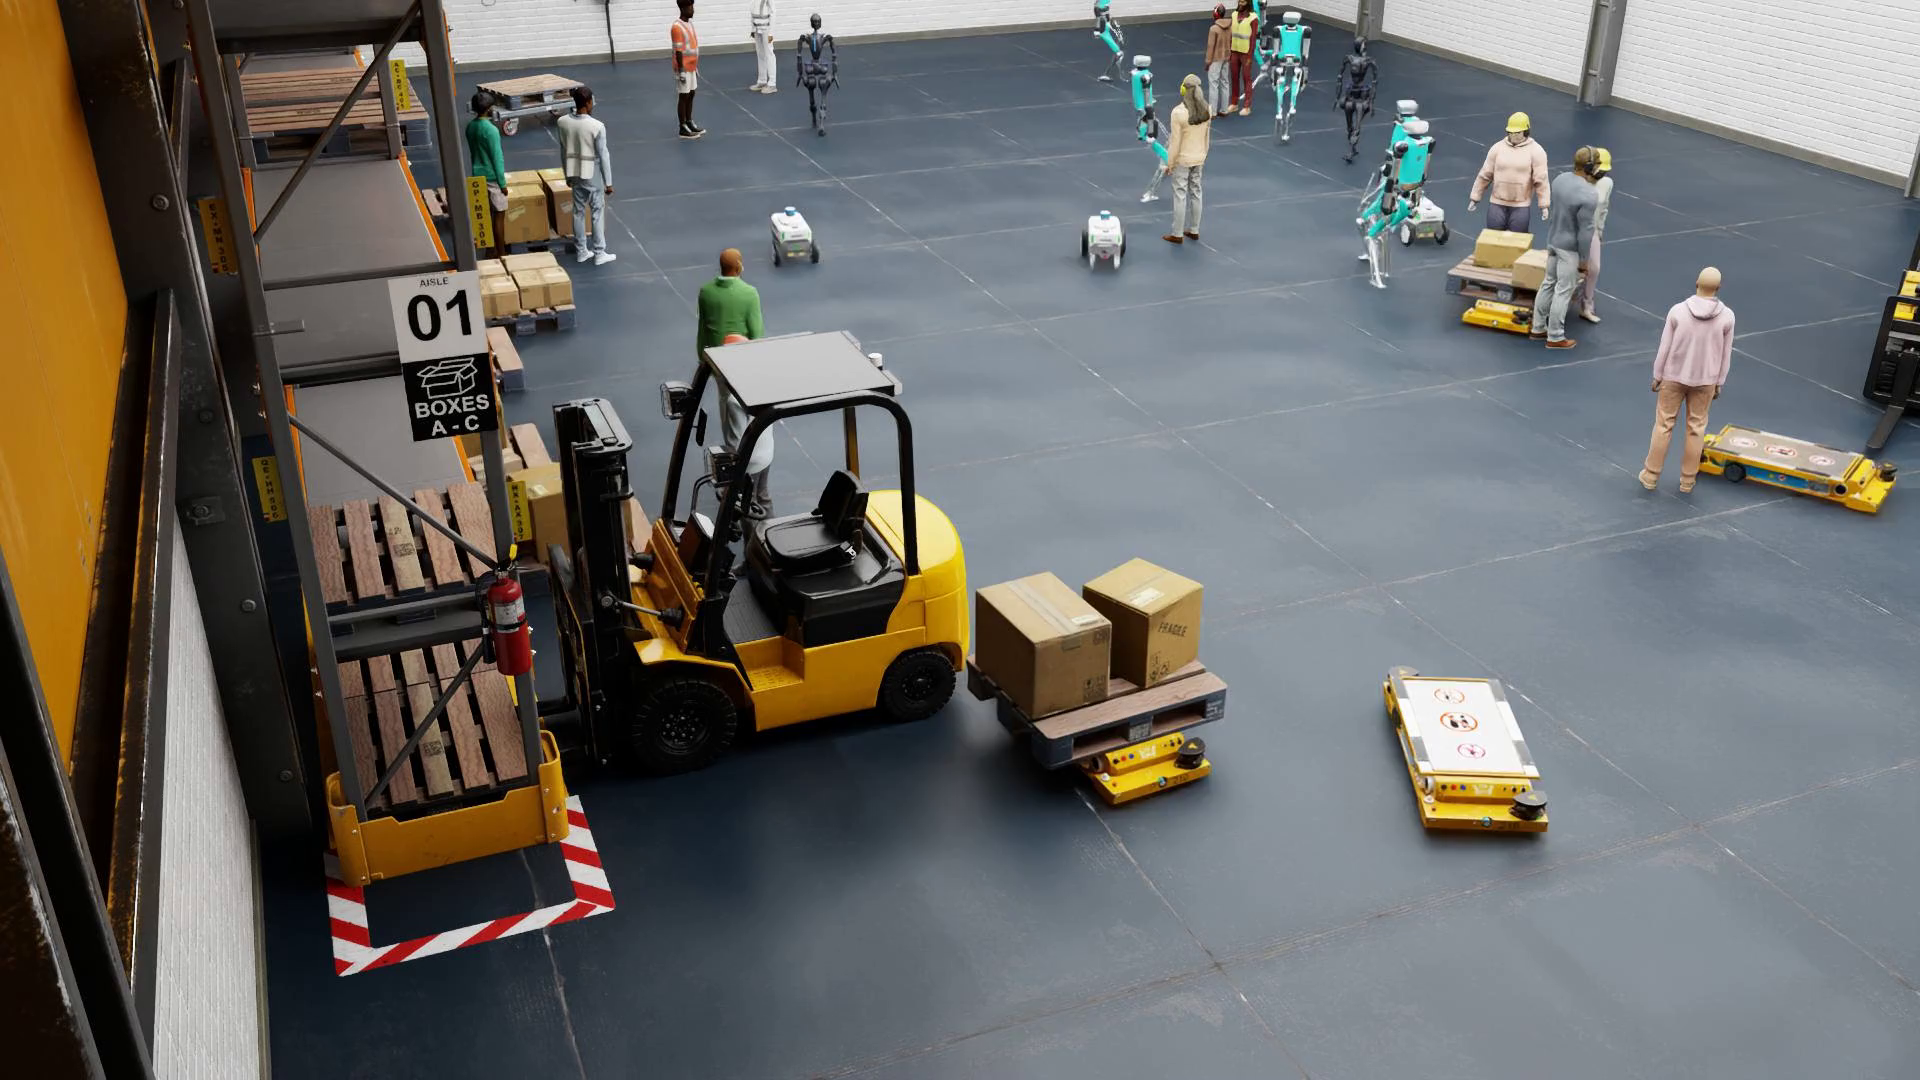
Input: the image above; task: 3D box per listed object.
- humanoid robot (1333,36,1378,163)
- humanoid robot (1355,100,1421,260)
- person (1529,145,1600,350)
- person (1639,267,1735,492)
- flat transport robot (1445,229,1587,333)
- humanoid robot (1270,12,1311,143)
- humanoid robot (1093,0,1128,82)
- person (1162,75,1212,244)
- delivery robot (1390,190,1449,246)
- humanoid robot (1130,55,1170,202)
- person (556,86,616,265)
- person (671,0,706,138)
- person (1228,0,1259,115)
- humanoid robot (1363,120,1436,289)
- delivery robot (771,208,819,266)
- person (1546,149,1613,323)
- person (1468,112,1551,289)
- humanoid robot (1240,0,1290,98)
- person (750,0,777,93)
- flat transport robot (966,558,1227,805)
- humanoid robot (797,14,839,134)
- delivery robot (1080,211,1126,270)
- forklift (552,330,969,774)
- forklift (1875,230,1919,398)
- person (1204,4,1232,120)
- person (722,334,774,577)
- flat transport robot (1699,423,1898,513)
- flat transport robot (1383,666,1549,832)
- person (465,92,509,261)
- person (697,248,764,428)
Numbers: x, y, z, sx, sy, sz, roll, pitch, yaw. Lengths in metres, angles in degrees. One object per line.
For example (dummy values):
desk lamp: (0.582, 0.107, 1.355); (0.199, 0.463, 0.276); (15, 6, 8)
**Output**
humanoid robot: (5.242, -5.866, 22.123); (0.608, 1.624, 0.754); (19, 32, 33)
humanoid robot: (4.530, -3.819, 18.030); (0.767, 1.847, 0.531); (-3, 27, -7)
person: (5.695, -2.729, 15.575); (0.376, 1.935, 0.628); (-6, 27, -12)
person: (5.567, -1.209, 12.704); (0.535, 1.783, 0.399); (7, 28, 13)
flat transport robot: (5.629, -2.418, 16.796); (0.659, 0.231, 1.431); (17, 31, 30)
humanoid robot: (4.494, -6.250, 22.888); (0.549, 1.888, 0.740); (7, 28, 14)
humanoid robot: (2.470, -8.209, 26.813); (0.726, 1.903, 0.546); (11, 29, 21)
person: (2.571, -4.273, 18.701); (0.553, 1.877, 0.414); (-16, 31, -29)
delivery robot: (5.232, -3.681, 19.005); (0.499, 0.607, 0.801); (-5, 27, -10)
humanoid robot: (2.401, -5.017, 20.321); (0.699, 1.772, 0.539); (-5, 27, -9)
person: (-4.034, -3.925, 17.974); (0.598, 1.909, 0.401); (10, 28, 19)
person: (-3.832, -6.642, 23.328); (0.372, 1.958, 0.595); (6, 27, 12)
person: (4.195, -7.220, 24.688); (0.471, 1.763, 0.360); (24, 35, 39)
humanoid robot: (4.470, -3.536, 17.413); (0.530, 1.792, 0.796); (-16, 31, -29)
delivery robot: (-1.857, -3.354, 18.349); (0.499, 0.603, 0.794); (-7, 28, -13)
person: (6.094, -2.991, 16.308); (0.546, 1.737, 0.526); (-7, 27, -13)
person: (5.683, -3.489, 17.166); (0.819, 1.853, 0.434); (15, 30, 27)
humanoid robot: (4.810, -7.662, 25.690); (1.020, 1.780, 0.530); (-8, 28, -16)
person: (-3.097, -7.982, 26.069); (0.356, 1.882, 0.572); (-20, 33, -34)
flat transport robot: (0.805, 1.056, 9.887); (0.659, 0.231, 1.431); (-13, 29, -24)
humanoid robot: (-2.030, -6.639, 23.677); (0.611, 1.621, 0.784); (0, 27, 1)
delivery robot: (1.584, -3.308, 18.271); (0.499, 0.614, 0.789); (1, 27, 2)
forklift: (-1.094, 0.010, 9.831); (2.313, 2.155, 1.214); (-10, 28, -20)
forklift: (9.029, -2.397, 14.618); (1.214, 2.155, 2.313); (18, 32, 32)
person: (3.792, -7.008, 24.398); (0.462, 1.647, 0.308); (-20, 33, -35)
person: (-1.479, -0.586, 11.517); (0.351, 1.739, 0.572); (8, 28, 15)
flat transport robot: (6.556, -0.585, 13.150); (1.431, 0.231, 0.659); (20, 33, 34)
flat transport robot: (2.898, 1.189, 9.622); (0.659, 0.231, 1.431); (2, 27, 3)
person: (-5.094, -3.892, 17.980); (0.496, 1.843, 0.404); (21, 33, 35)
person: (-1.822, -1.427, 13.172); (0.581, 1.753, 0.690); (7, 27, 13)
